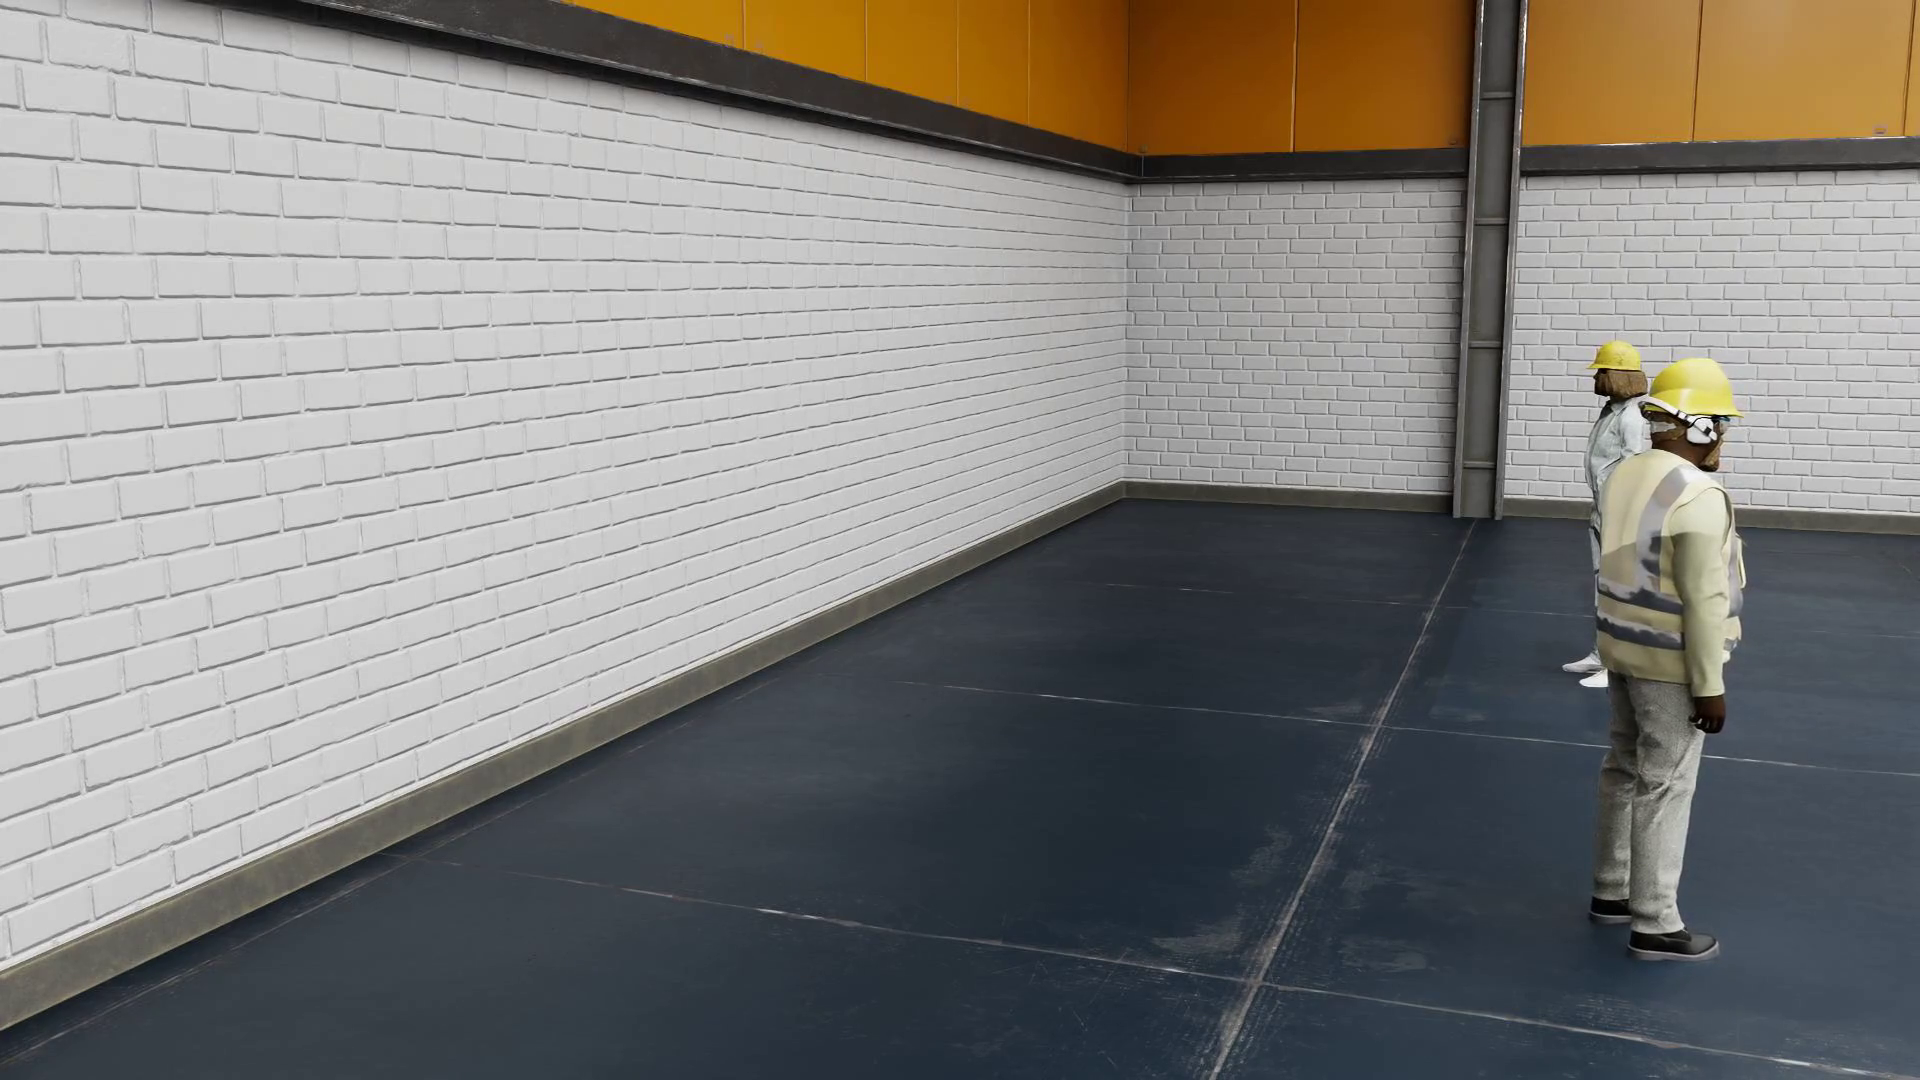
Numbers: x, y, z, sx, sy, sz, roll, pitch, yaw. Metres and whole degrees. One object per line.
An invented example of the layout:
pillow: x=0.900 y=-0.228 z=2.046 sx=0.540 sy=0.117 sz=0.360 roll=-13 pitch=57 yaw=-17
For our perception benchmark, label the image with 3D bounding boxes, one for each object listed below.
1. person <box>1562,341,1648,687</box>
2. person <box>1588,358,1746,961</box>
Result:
person: x=3.277 y=-0.129 z=8.402 sx=0.294 sy=1.744 sz=0.484 roll=1 pitch=9 yaw=7
person: x=2.162 y=0.360 z=5.096 sx=0.403 sy=1.825 sz=0.596 roll=0 pitch=9 yaw=-3
